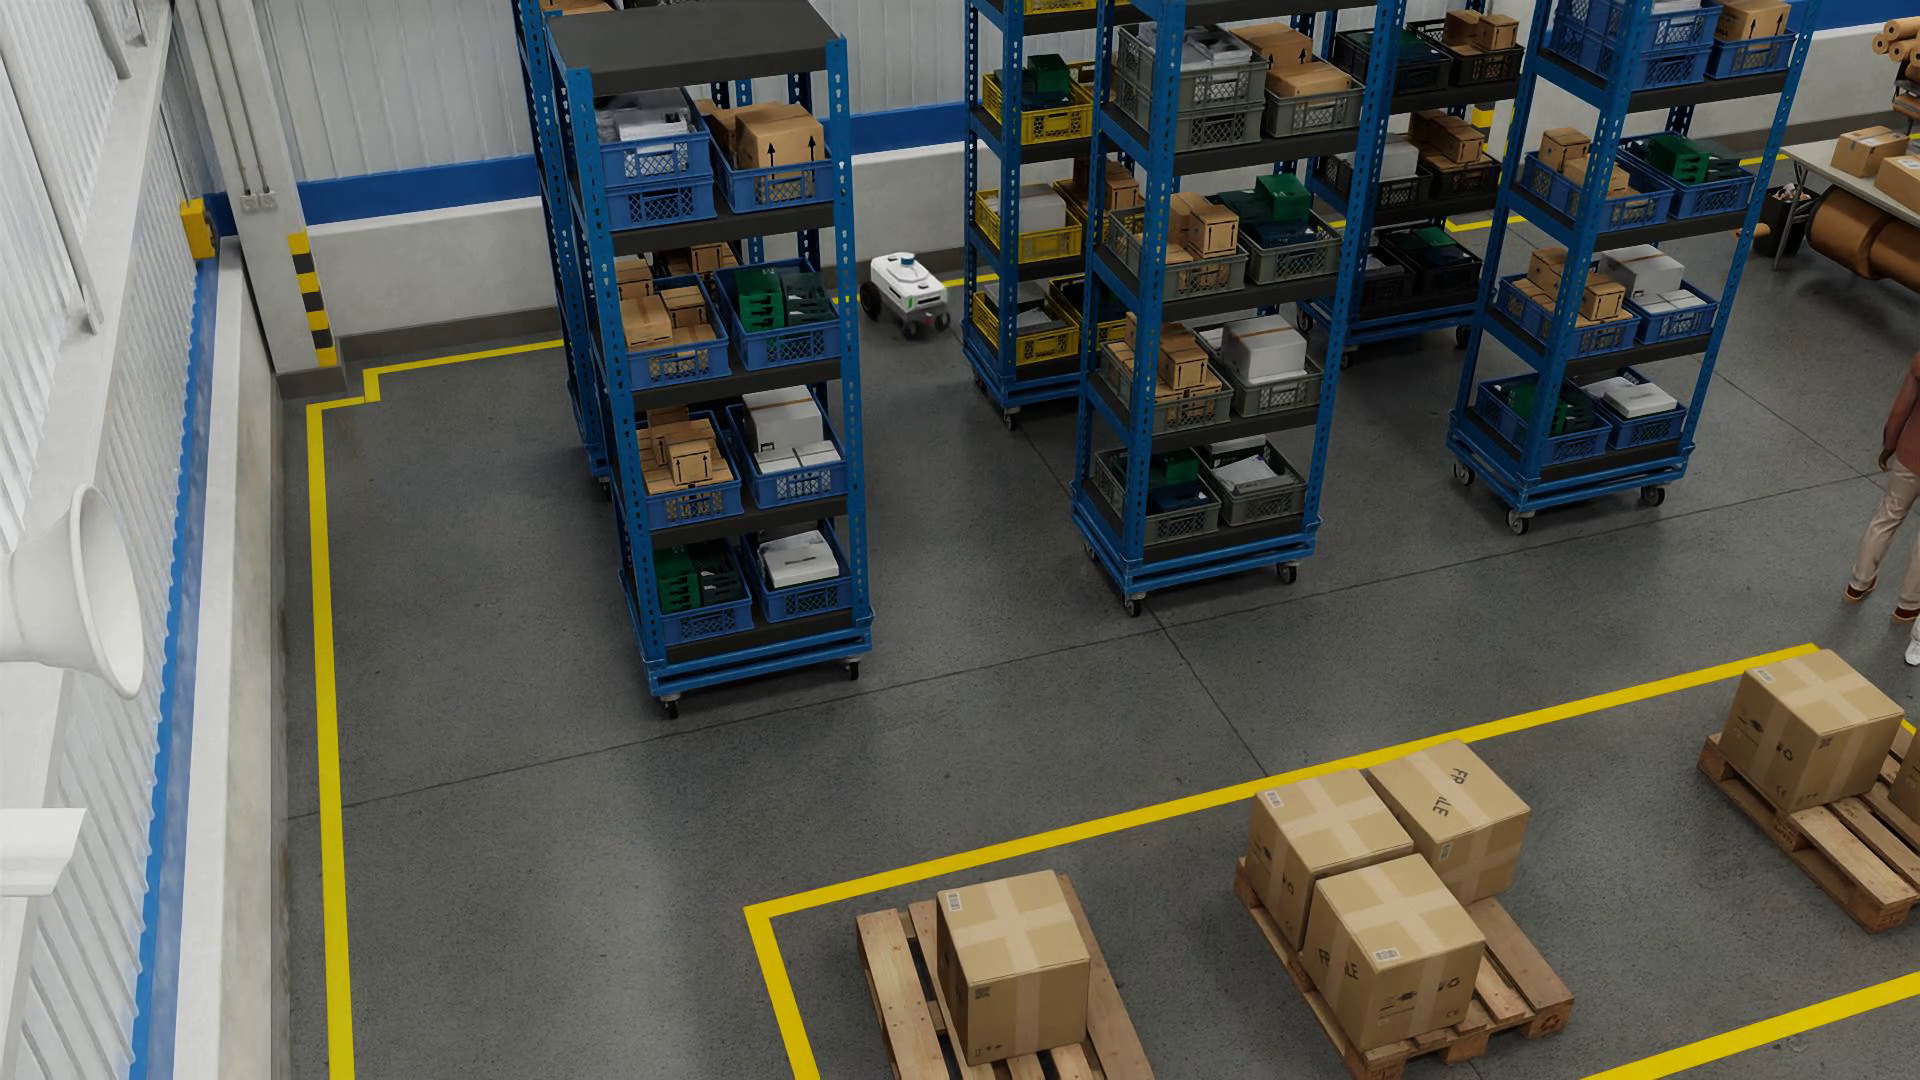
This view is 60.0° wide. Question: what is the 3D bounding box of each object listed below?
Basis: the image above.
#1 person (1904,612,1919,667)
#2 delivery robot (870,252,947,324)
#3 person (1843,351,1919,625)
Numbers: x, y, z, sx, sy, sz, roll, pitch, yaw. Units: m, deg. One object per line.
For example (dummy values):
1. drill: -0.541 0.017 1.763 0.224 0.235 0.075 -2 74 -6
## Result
1. person: 5.502 0.002 8.848 0.521 1.640 0.307 12 37 16
2. delivery robot: -0.385 -1.901 12.405 0.477 0.478 0.707 -17 38 -22
3. person: 5.400 -0.437 9.168 0.388 1.992 0.622 -27 43 -33
